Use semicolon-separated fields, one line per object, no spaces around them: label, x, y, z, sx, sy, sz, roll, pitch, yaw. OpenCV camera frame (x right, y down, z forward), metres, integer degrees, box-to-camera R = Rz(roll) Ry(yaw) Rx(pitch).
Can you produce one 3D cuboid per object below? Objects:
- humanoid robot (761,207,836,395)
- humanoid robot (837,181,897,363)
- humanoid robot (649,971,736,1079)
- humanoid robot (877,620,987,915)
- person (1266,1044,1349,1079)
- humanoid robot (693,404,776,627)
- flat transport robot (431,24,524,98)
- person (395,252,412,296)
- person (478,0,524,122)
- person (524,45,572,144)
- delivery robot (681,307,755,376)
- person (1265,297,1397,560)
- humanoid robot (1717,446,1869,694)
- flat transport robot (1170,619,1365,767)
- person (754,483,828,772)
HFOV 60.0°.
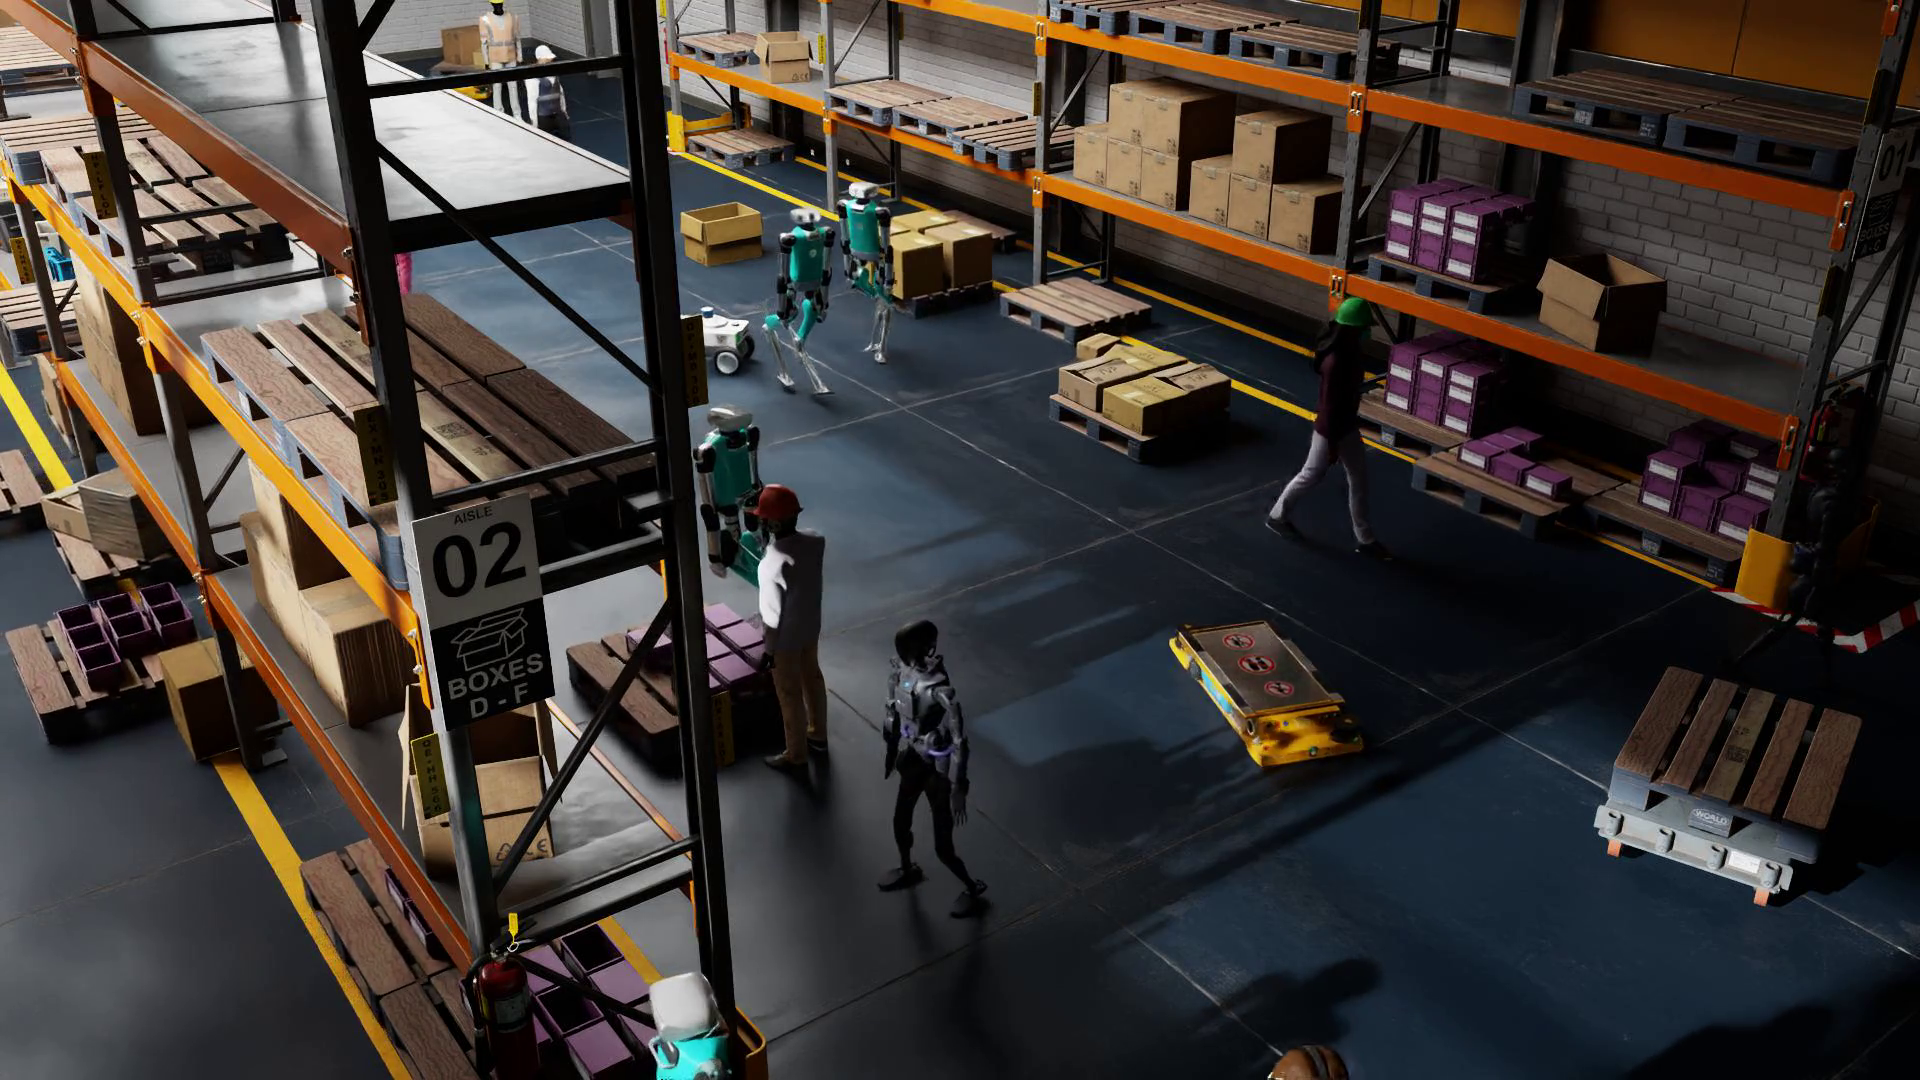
humanoid robot;-1.434;-2.074;14.474;0.557;1.725;1.014;-19;33;-33
humanoid robot;-0.735;-2.478;15.296;0.604;1.781;0.863;14;30;25
humanoid robot;-1.095;2.344;5.764;0.709;1.845;0.531;-14;30;-25
humanoid robot;-0.128;1.097;8.244;0.390;1.637;0.608;-22;34;-37
person;1.045;2.394;5.526;0.956;1.793;0.662;-8;28;-16
humanoid robot;-1.259;0.033;10.280;0.913;1.757;0.549;15;31;28
flat transport robot;-7.629;-7.240;26.389;0.659;0.231;1.431;1;27;2
person;-5.661;-3.031;16.518;0.534;1.610;0.507;21;34;36
person;-6.577;-6.944;23.955;0.585;1.928;0.366;-14;30;-25
person;-5.167;-5.340;20.965;0.571;1.740;0.749;18;32;31
delivery robot;-2.284;-1.845;15.345;0.773;0.601;0.513;4;27;7
person;2.670;-0.808;11.779;0.982;1.904;0.503;18;32;31
humanoid robot;5.171;0.187;10.104;0.799;1.630;0.590;16;31;29
flat transport robot;1.856;0.893;10.211;0.659;0.231;1.431;-7;28;-14
person;-0.970;0.490;9.361;0.344;1.746;0.572;13;29;24
